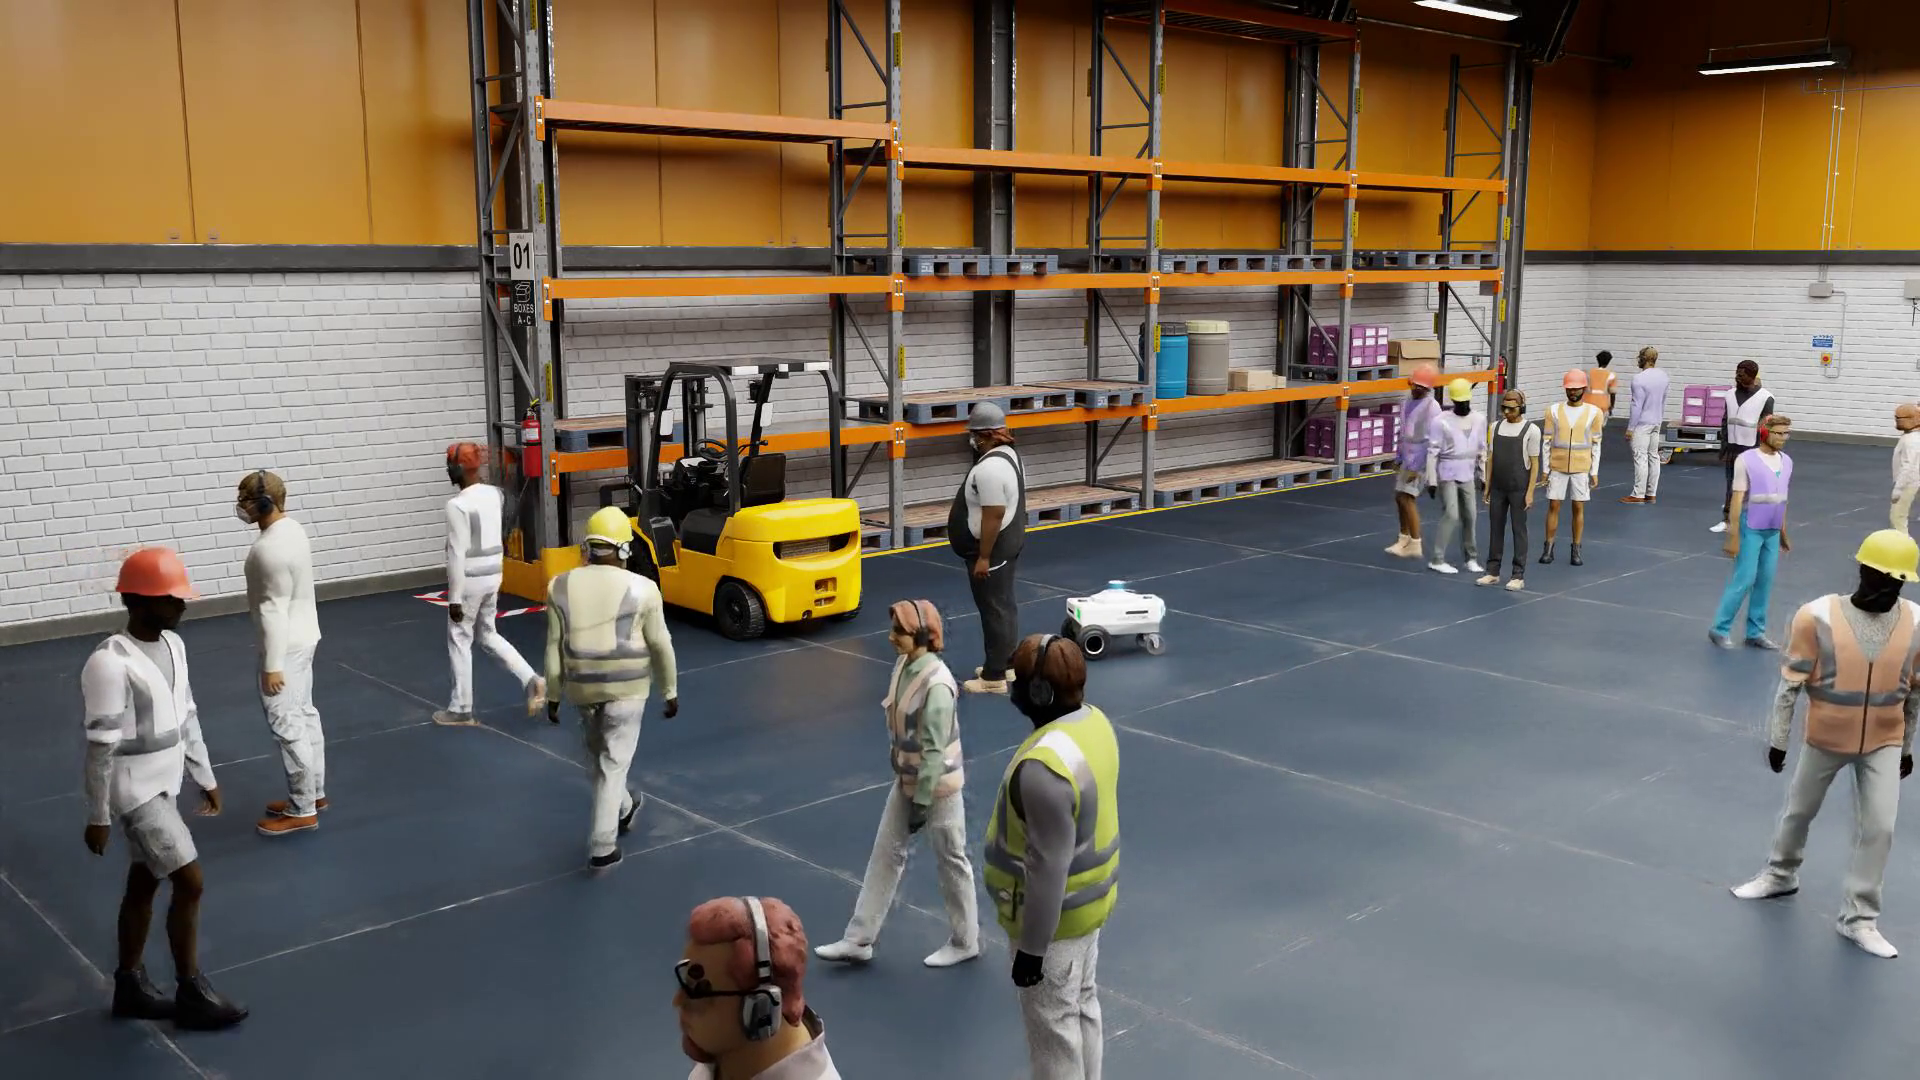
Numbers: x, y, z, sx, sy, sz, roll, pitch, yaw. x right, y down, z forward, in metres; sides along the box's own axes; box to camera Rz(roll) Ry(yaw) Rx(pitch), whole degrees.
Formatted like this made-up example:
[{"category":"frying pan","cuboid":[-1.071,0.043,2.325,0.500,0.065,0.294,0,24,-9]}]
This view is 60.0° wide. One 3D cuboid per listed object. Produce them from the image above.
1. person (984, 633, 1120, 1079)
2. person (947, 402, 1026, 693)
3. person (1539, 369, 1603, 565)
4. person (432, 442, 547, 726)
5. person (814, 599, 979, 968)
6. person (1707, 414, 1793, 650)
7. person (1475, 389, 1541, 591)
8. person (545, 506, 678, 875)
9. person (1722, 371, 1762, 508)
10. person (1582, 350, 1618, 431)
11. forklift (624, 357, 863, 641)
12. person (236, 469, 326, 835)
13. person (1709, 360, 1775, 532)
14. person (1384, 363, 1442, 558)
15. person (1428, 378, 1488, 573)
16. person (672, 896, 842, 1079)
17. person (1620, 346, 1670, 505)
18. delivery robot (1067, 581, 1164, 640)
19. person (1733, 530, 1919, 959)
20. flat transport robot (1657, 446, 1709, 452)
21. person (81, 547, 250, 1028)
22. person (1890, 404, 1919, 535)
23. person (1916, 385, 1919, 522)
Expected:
[{"category":"person","cuboid":[0.293,1.205,5.405,0.429,1.841,0.633,3,10,19]},{"category":"person","cuboid":[0.180,0.041,11.641,0.535,2.000,0.688,3,10,15]},{"category":"person","cuboid":[6.002,-0.714,16.357,0.543,1.939,0.371,4,11,23]},{"category":"person","cuboid":[-3.063,0.293,10.663,0.727,1.868,0.588,3,10,17]},{"category":"person","cuboid":[-0.257,1.050,6.971,0.783,1.602,0.545,-4,11,-23]},{"category":"person","cuboid":[6.148,-0.050,12.857,0.610,1.838,0.464,-5,11,-27]},{"category":"person","cuboid":[5.009,-0.461,15.167,0.346,1.841,0.506,-9,13,-42]},{"category":"person","cuboid":[-1.718,0.716,8.414,0.626,1.785,0.898,2,10,12]},{"category":"person","cuboid":[9.427,-1.233,19.971,0.485,1.744,0.294,-5,11,-28]},{"category":"person","cuboid":[9.288,-1.942,24.346,0.602,1.660,0.712,4,11,24]},{"category":"forklift","cuboid":[-1.847,-0.414,13.852,1.214,2.155,2.313,-9,13,-42]},{"category":"person","cuboid":[-3.579,0.584,8.795,0.369,1.933,0.633,-2,10,-12]},{"category":"person","cuboid":[8.562,-1.006,18.138,0.399,1.916,0.590,-5,11,-26]},{"category":"person","cuboid":[4.552,-0.784,16.651,0.402,1.986,0.652,-3,10,-15]},{"category":"person","cuboid":[4.788,-0.609,15.922,0.651,1.895,0.436,-4,10,-21]},{"category":"person","cuboid":[-0.393,1.569,3.080,0.411,1.911,0.643,-3,10,-19]},{"category":"person","cuboid":[8.368,-1.393,20.335,0.628,1.940,0.373,-7,12,-34]},{"category":"delivery robot","cuboid":[1.186,0.554,12.694,0.707,0.478,0.477,-2,10,-11]},{"category":"person","cuboid":[3.934,0.844,7.452,0.656,1.883,0.732,2,10,14]},{"category":"flat transport robot","cuboid":[11.415,-1.528,25.997,1.431,0.197,0.652,-3,10,-15]},{"category":"person","cuboid":[-3.072,0.977,6.532,0.756,1.906,0.563,0,10,1]},{"category":"person","cuboid":[9.067,-0.497,16.008,0.308,1.626,0.519,5,11,28]},{"category":"person","cuboid":[11.125,-1.175,18.782,0.605,2.033,0.392,5,11,28]}]
